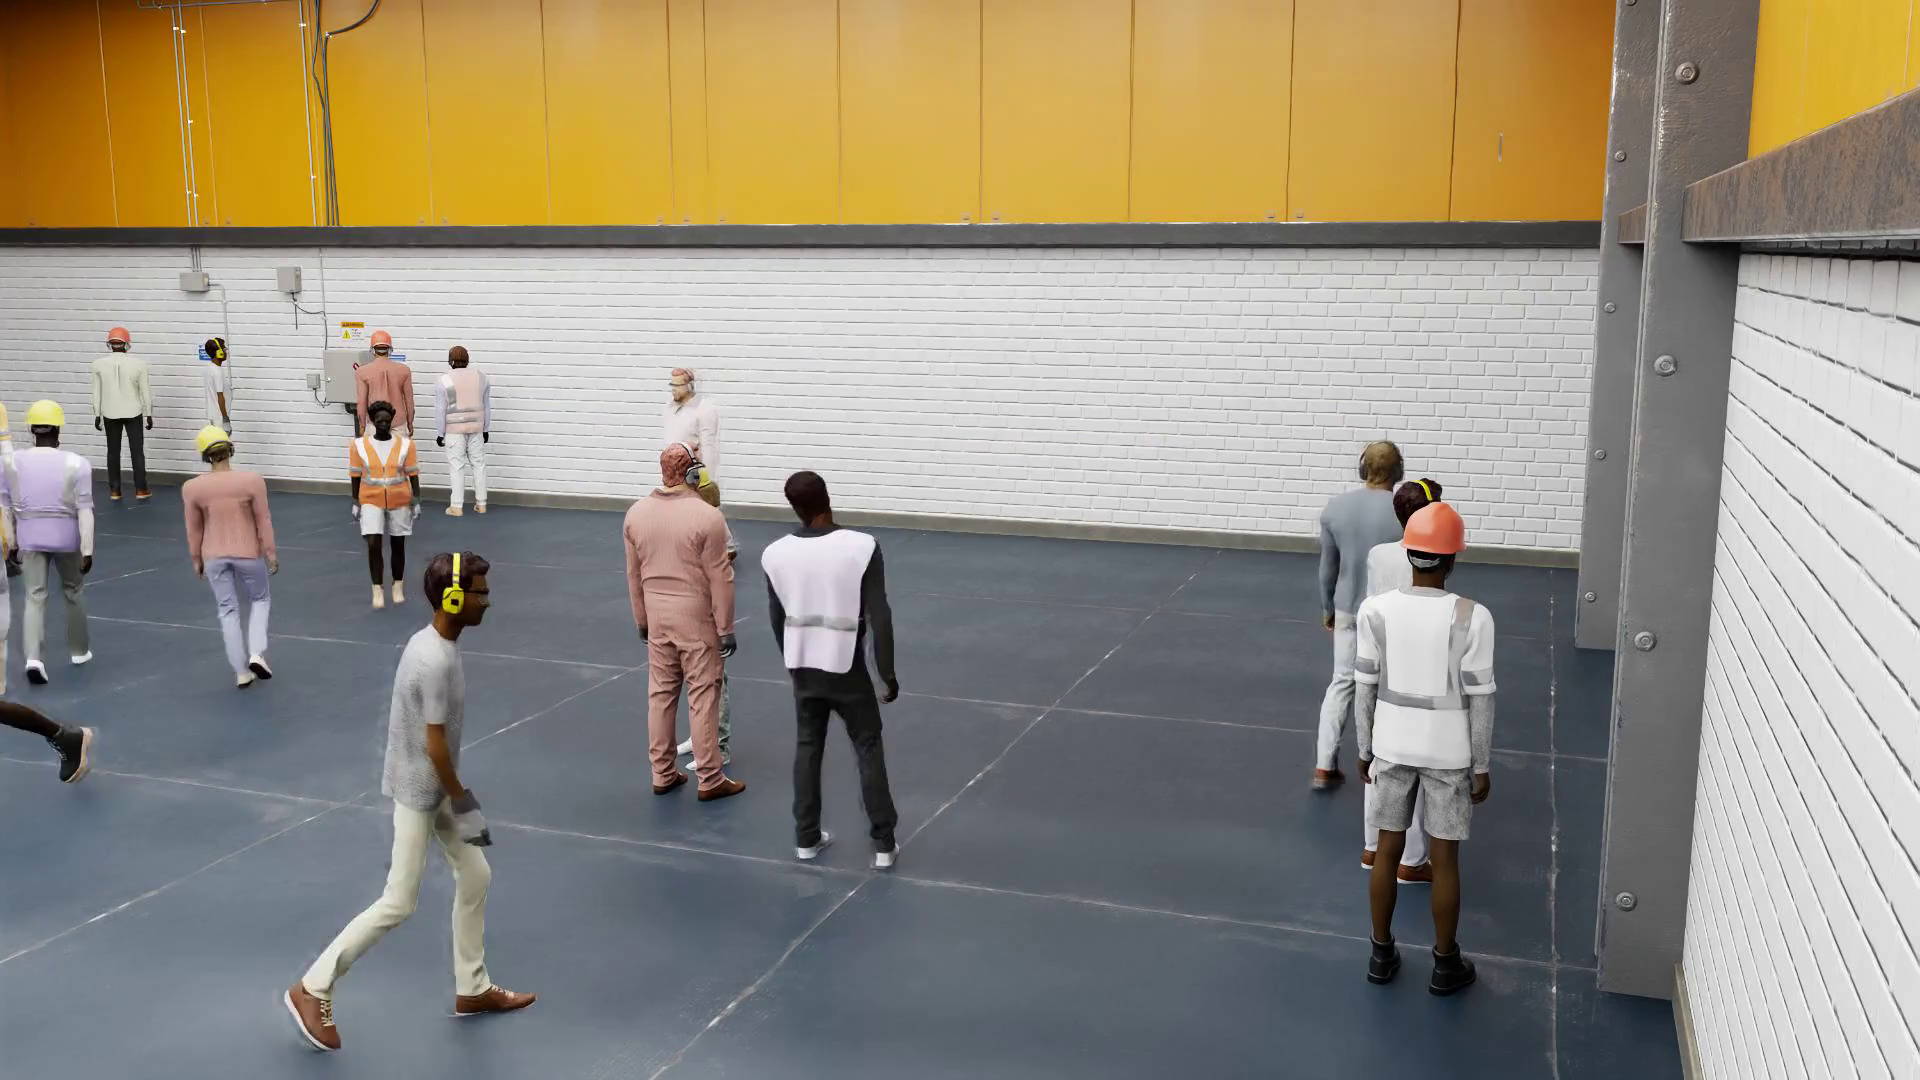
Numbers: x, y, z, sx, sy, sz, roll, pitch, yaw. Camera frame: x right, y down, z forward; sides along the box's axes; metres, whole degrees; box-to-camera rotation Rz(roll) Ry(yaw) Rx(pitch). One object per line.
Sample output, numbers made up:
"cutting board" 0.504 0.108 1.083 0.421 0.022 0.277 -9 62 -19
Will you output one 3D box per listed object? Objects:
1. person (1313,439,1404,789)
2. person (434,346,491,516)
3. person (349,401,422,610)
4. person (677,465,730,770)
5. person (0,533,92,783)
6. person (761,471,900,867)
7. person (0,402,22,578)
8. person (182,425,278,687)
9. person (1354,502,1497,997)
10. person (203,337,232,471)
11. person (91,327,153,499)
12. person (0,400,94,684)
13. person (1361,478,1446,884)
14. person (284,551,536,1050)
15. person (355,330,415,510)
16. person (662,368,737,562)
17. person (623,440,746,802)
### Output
"person" 2.246 0.394 9.039 0.646 1.898 0.927 8 13 38
"person" -5.401 -1.184 18.051 0.626 1.844 0.429 -8 13 -40
"person" -4.608 -0.277 13.382 0.548 1.676 0.659 -4 11 -21
"person" -1.482 0.416 9.335 0.305 1.737 0.484 -5 11 -26
"person" -5.056 0.437 8.638 0.620 1.939 0.785 9 14 42
"person" -0.609 0.613 7.847 0.654 1.880 0.423 3 11 18
"person" -8.570 -0.611 14.549 0.551 1.936 0.356 -3 10 -14
"person" -4.812 0.110 11.009 0.557 1.741 0.377 -2 10 -13
"person" 1.816 0.814 6.520 0.543 1.940 0.361 6 12 30
"person" -8.448 -1.374 19.037 0.321 1.872 0.532 -8 13 -37
"person" -9.657 -1.460 19.214 0.627 1.986 0.412 -4 11 -19
"person" -6.159 -0.001 11.248 0.586 1.895 0.924 -3 11 -18
"person" 2.075 0.644 7.671 0.326 1.874 0.518 -5 11 -27
"person" -2.080 0.943 6.166 0.845 1.821 0.518 -2 10 -9
"person" -6.301 -1.299 18.265 0.612 1.995 0.377 -6 12 -30
"person" -2.393 -0.624 14.890 0.648 1.857 0.991 7 12 33
"person" -1.442 0.426 8.796 0.640 1.910 0.407 5 11 27
